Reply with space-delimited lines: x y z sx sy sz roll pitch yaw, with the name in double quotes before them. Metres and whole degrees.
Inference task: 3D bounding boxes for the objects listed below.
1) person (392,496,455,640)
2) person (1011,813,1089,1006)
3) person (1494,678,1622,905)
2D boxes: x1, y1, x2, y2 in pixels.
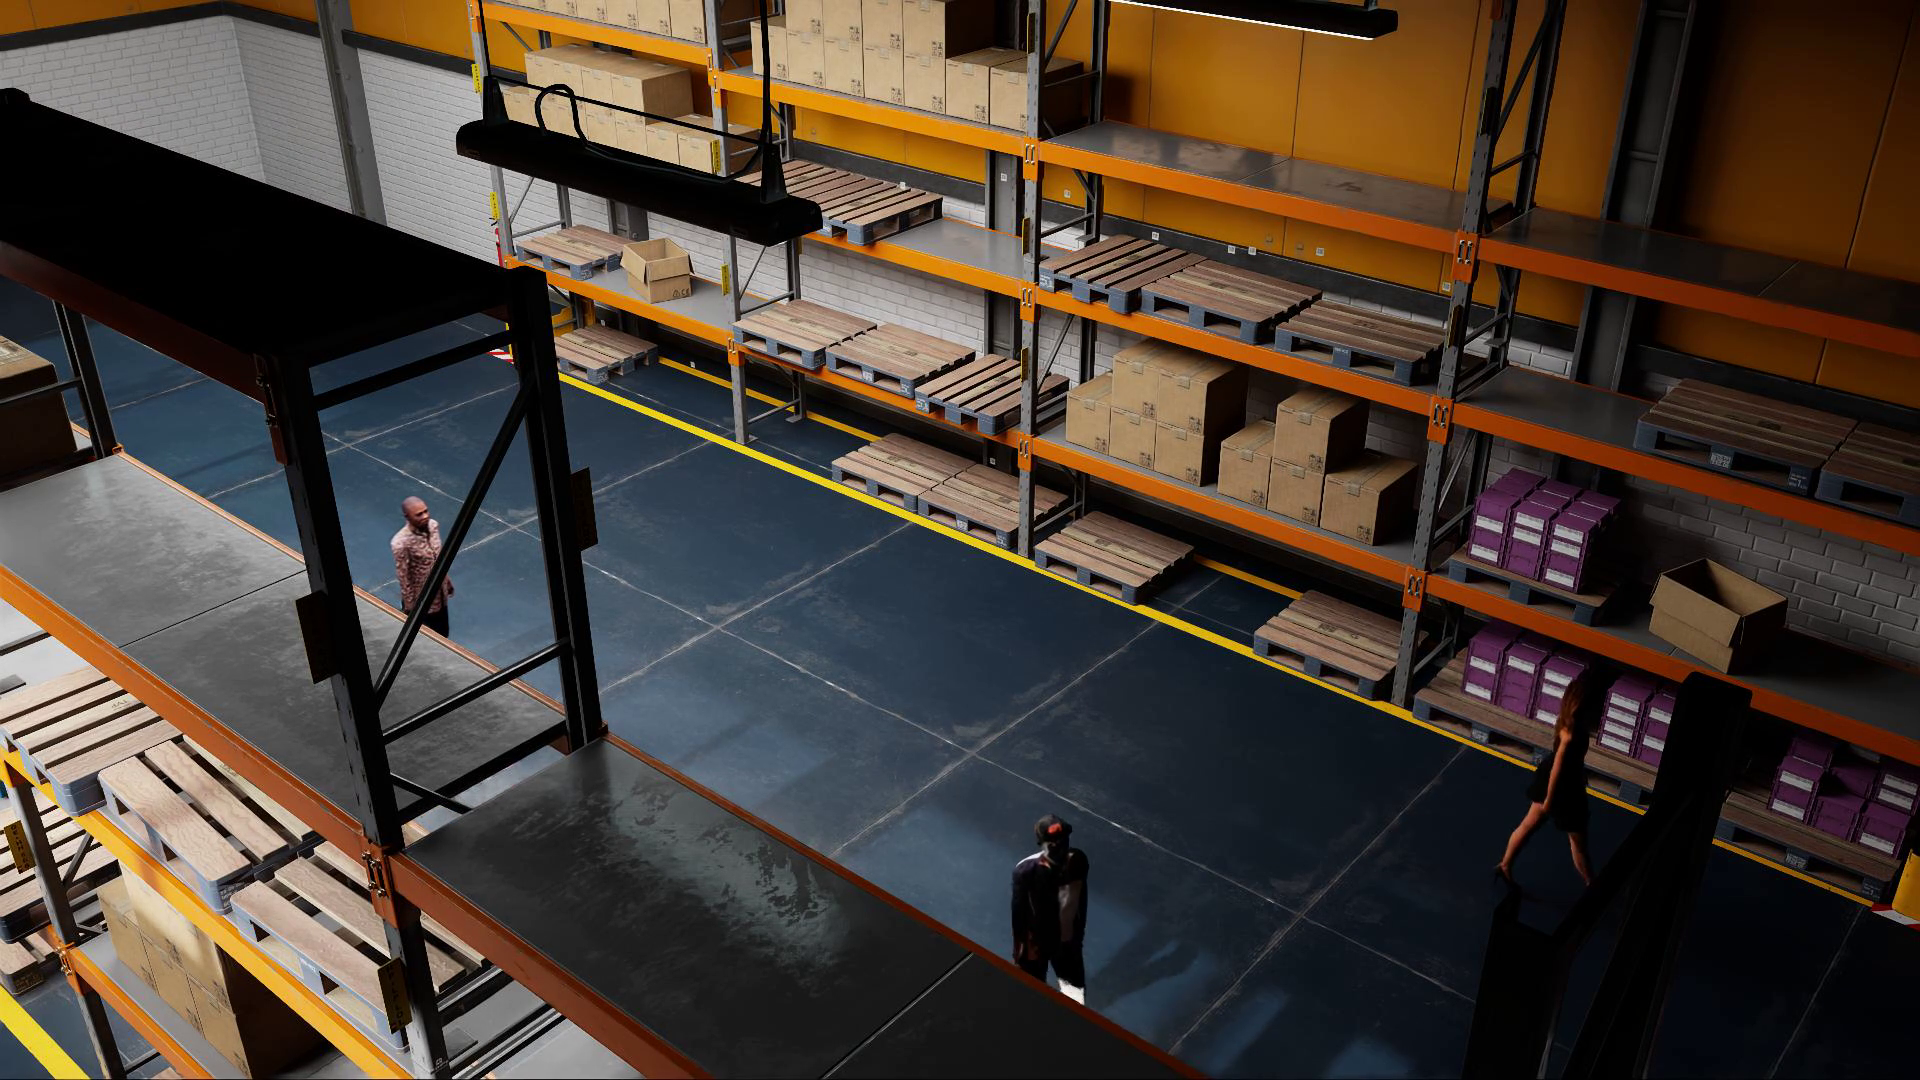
"person" -4.442 0.445 13.834 0.705 1.807 0.762 11 30 19
"person" 0.503 2.402 10.170 0.801 1.881 0.825 -10 30 -17
"person" 4.026 1.728 11.489 1.156 1.801 0.836 11 30 19
